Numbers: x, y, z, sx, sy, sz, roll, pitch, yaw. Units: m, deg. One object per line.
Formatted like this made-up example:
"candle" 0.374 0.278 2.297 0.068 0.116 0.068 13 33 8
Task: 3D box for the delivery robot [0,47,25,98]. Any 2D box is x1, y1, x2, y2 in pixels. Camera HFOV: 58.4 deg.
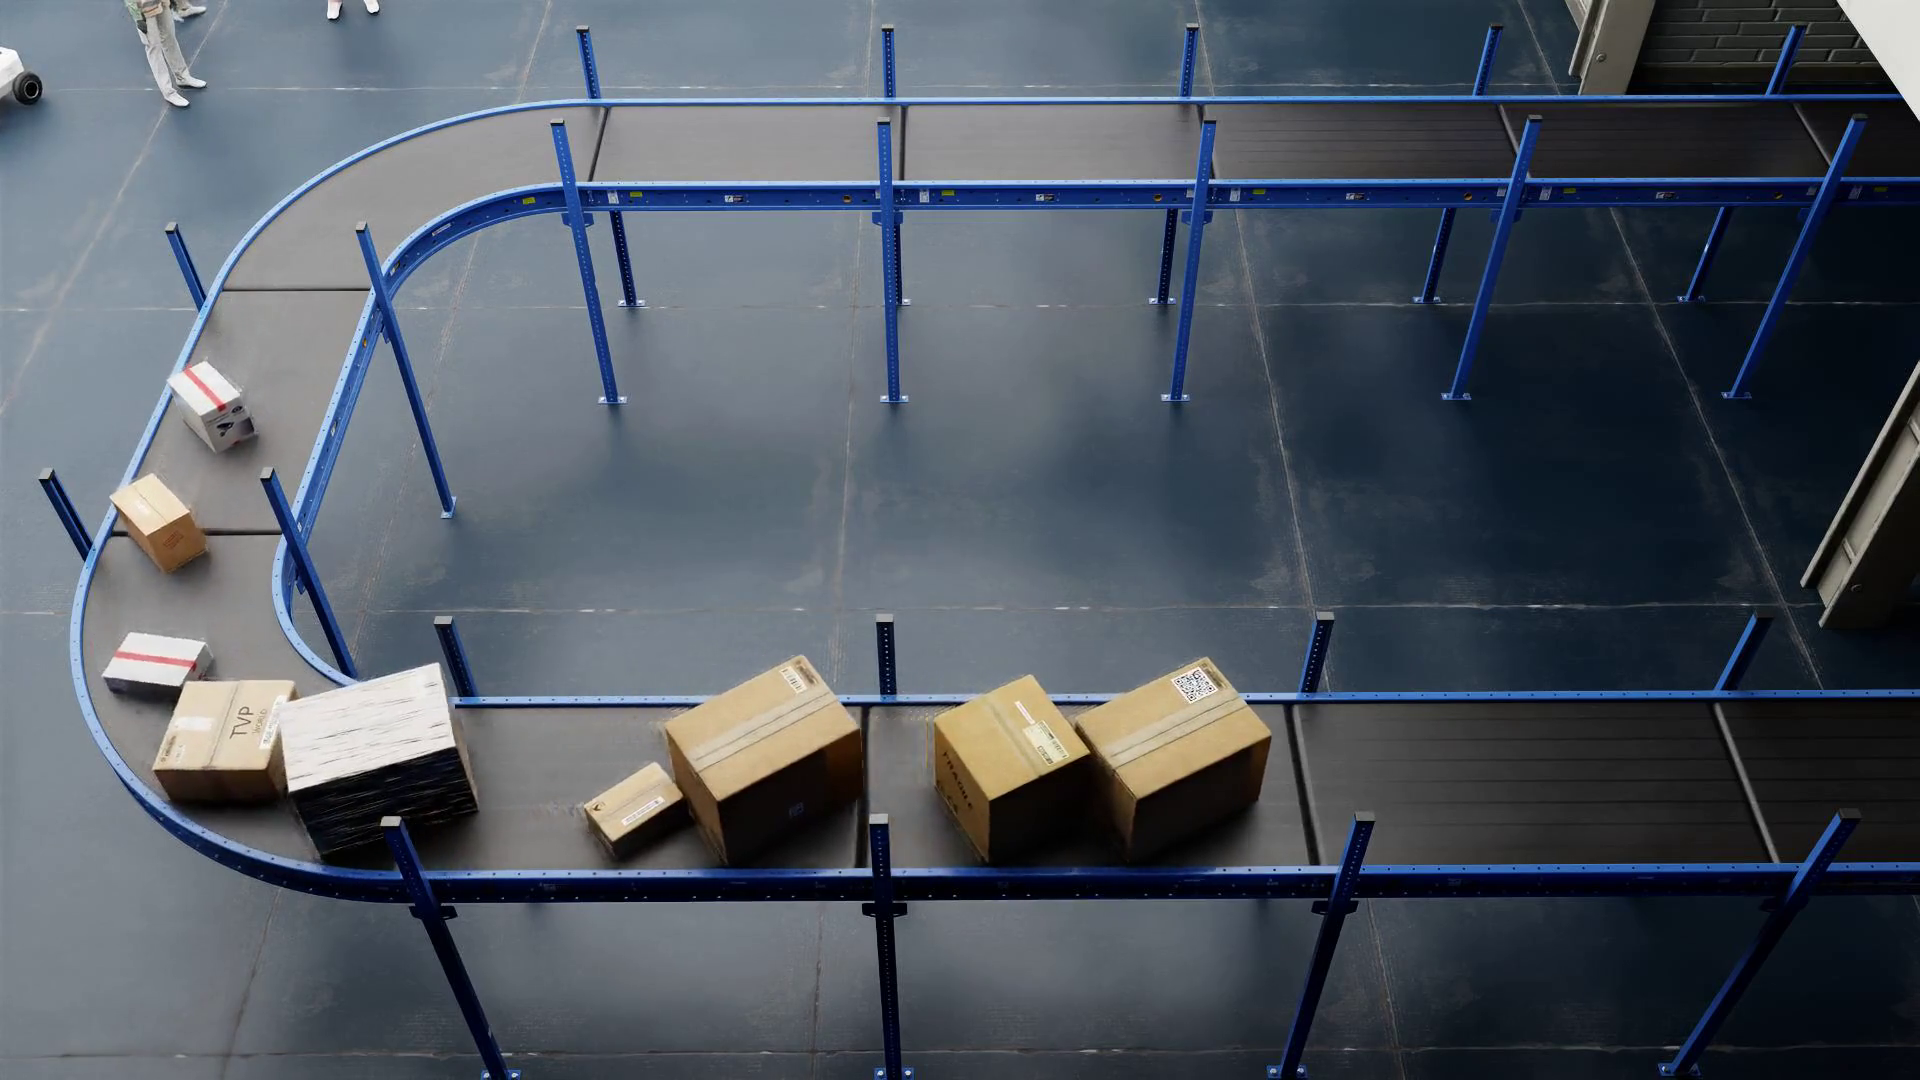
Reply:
"delivery robot" -8.256 -3.880 14.472 0.477 0.478 0.707 16 49 15

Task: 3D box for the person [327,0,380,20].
"person" -5.574 -5.541 15.145 0.643 1.910 0.411 -12 48 -11

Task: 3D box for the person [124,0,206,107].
"person" -6.722 -4.422 14.282 0.307 1.641 0.511 9 48 8

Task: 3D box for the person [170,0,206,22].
"person" -7.086 -5.348 15.152 0.396 1.619 0.530 -34 56 -28
